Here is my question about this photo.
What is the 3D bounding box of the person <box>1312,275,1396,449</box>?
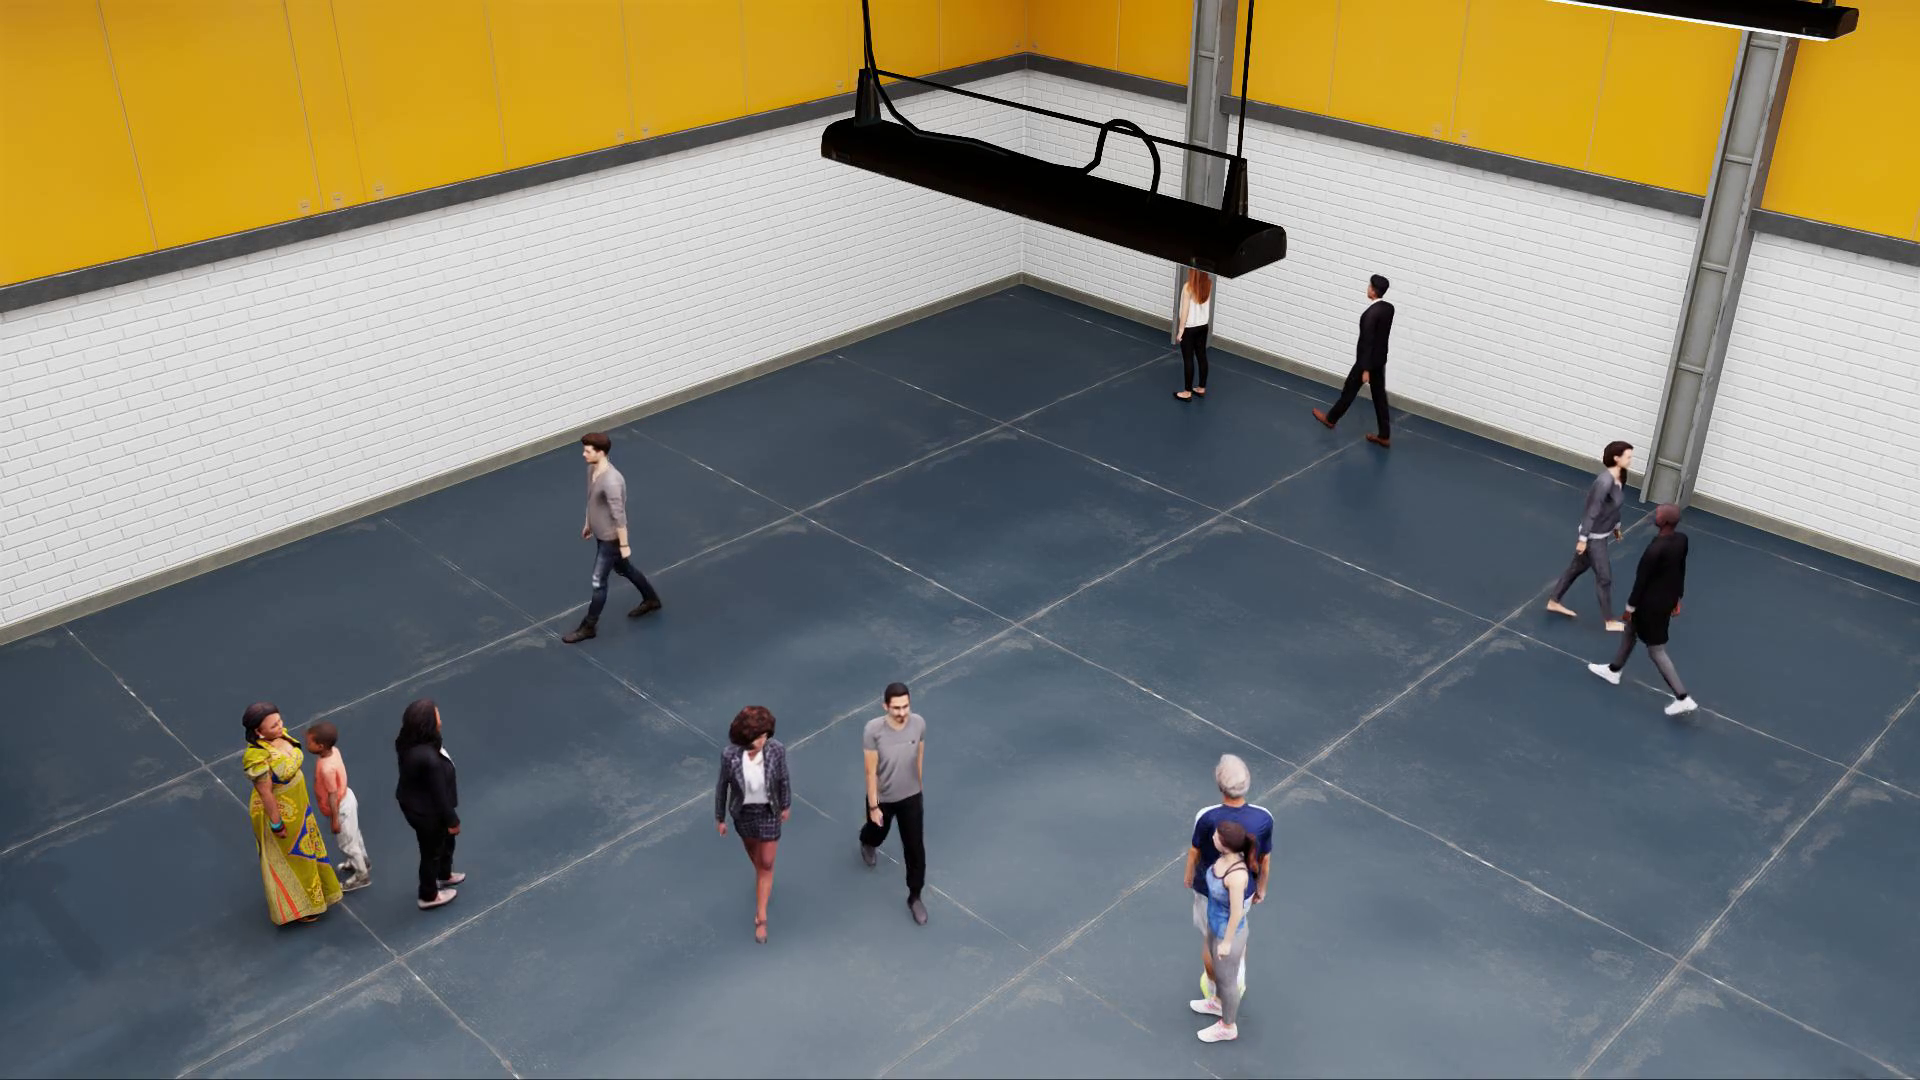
[{"bbox_3d":[4.409,-1.840,17.492,1.144,1.833,0.745,24,37,37],"label":"person"}]

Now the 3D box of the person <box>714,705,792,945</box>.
[{"bbox_3d":[-1.358,1.773,11.060,1.038,1.650,1.112,0,29,0],"label":"person"}]

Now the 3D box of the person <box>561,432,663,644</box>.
[{"bbox_3d":[-2.906,-0.054,14.196,1.024,1.854,1.214,-13,31,-23],"label":"person"}]

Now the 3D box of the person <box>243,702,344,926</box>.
[{"bbox_3d":[-4.502,1.775,11.046,1.058,1.660,0.976,-3,29,-5],"label":"person"}]

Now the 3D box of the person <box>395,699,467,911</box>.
[{"bbox_3d":[-3.610,1.814,11.050,0.762,1.587,0.595,-21,35,-33],"label":"person"}]

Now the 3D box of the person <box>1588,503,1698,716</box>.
[{"bbox_3d":[5.591,0.572,13.186,0.727,1.721,1.226,-22,35,-34],"label":"person"}]

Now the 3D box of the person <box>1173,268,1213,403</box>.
[{"bbox_3d":[2.636,-2.378,18.596,0.617,1.721,0.566,-17,33,-28],"label":"person"}]

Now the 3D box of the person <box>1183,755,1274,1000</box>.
[{"bbox_3d":[1.643,2.173,10.154,0.768,1.815,0.812,-3,29,-5],"label":"person"}]

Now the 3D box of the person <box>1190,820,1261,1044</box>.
[{"bbox_3d":[1.608,2.341,10.061,0.706,1.609,0.648,0,29,0],"label":"person"}]

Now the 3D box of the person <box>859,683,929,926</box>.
[{"bbox_3d":[-0.481,1.669,11.172,0.927,1.726,1.185,-9,30,-16],"label":"person"}]

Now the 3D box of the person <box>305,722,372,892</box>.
[{"bbox_3d":[-4.231,1.803,11.366,0.619,1.304,0.527,-6,29,-11],"label":"person"}]

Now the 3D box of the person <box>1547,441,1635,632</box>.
[{"bbox_3d":[5.386,-0.063,14.341,1.065,1.732,0.803,16,32,26],"label":"person"}]
